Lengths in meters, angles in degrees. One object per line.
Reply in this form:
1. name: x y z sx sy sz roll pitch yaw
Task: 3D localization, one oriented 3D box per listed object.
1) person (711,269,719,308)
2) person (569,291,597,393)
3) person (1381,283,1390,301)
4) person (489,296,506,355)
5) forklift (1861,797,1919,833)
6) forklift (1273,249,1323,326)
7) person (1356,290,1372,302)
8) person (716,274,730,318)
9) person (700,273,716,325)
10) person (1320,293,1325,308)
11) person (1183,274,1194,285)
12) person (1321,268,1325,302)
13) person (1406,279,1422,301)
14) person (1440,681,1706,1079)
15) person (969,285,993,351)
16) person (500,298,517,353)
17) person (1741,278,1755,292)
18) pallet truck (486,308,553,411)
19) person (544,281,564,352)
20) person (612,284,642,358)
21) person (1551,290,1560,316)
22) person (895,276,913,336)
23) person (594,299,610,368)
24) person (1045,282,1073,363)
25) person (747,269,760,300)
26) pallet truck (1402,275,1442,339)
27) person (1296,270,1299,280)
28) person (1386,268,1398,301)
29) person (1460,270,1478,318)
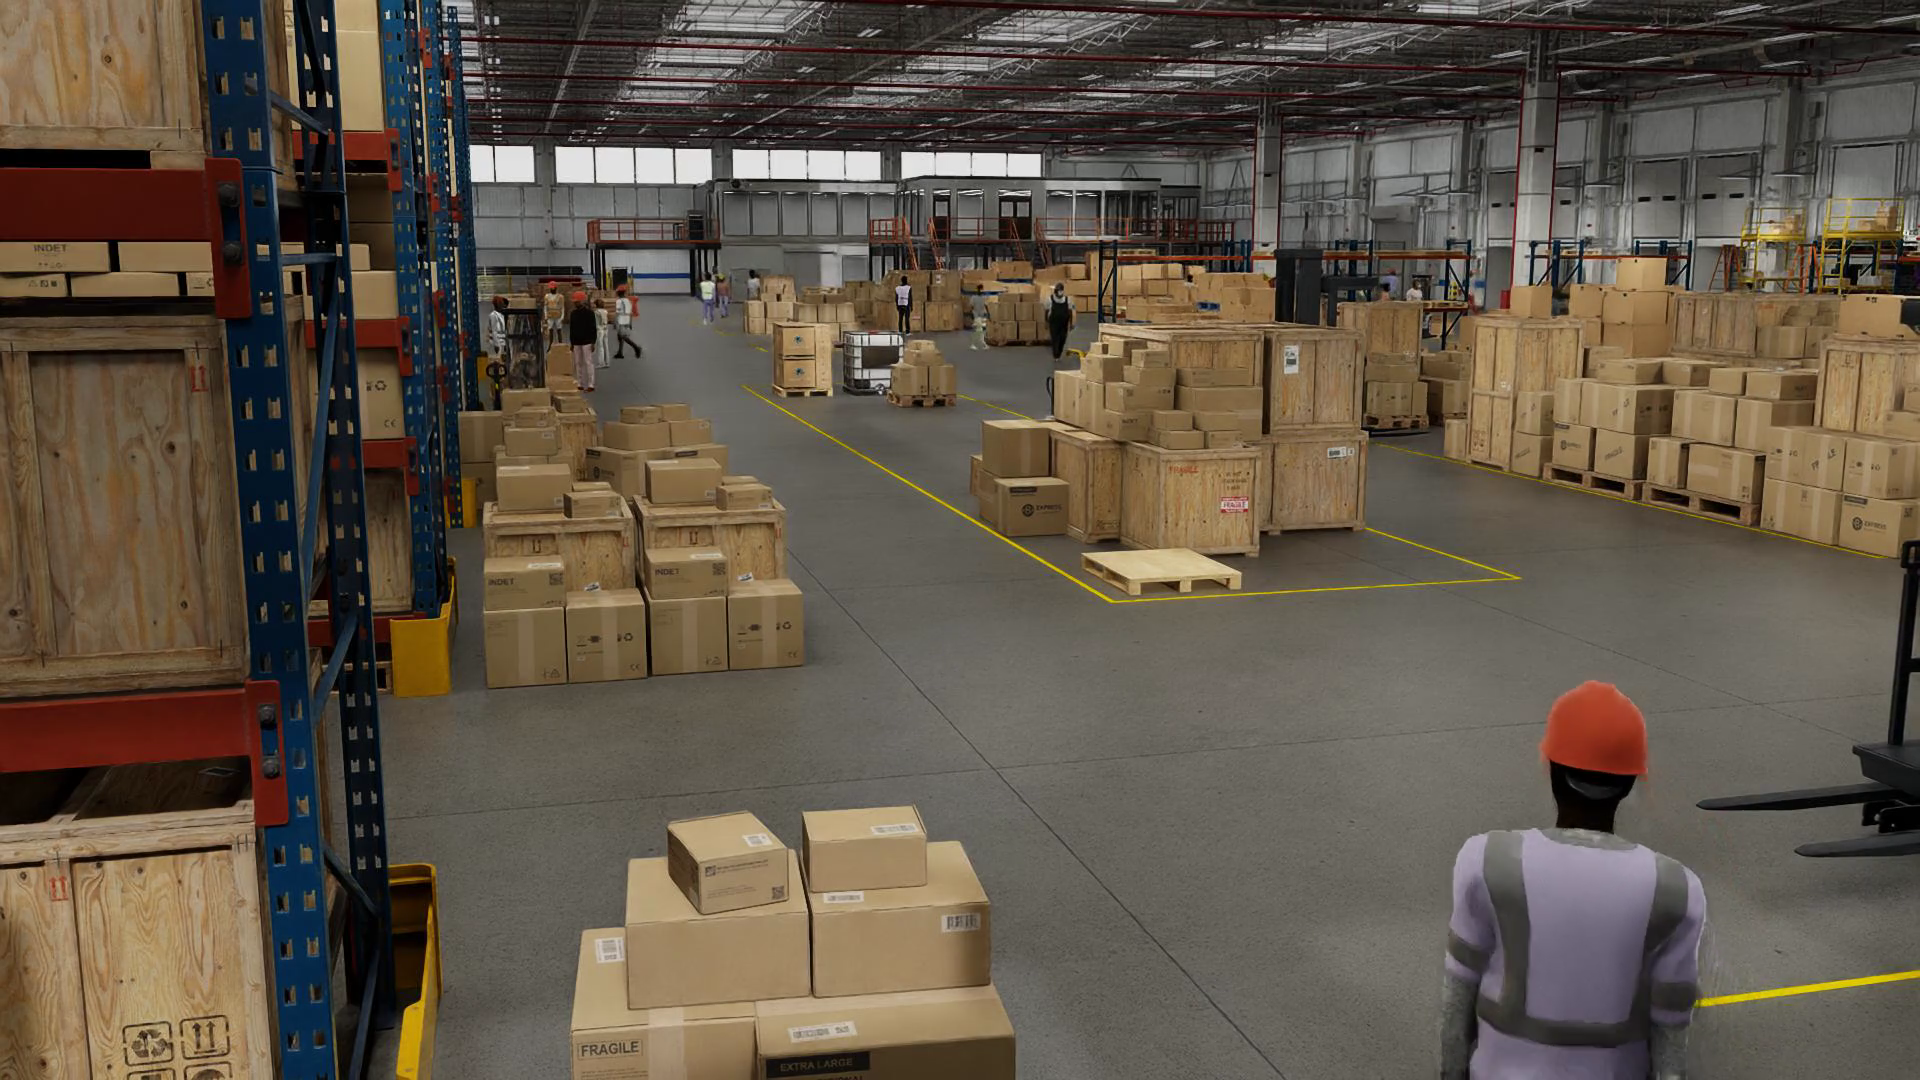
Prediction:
1. person: -11.554 -11.807 78.005 0.666 1.824 0.552 9 13 41
2. person: -7.417 -3.875 32.634 0.623 1.987 0.396 5 11 28
3. person: 13.923 -7.509 54.122 0.830 1.654 0.554 5 11 26
4. person: -9.142 -3.884 32.992 0.355 1.882 0.573 0 10 -2
5. forklift: 5.467 0.096 7.631 1.873 2.768 1.129 -3 10 -15
6. forklift: 4.855 -2.824 24.162 1.873 2.768 1.129 -3 10 -15
7. person: 12.028 -6.818 49.725 0.429 1.839 0.633 9 14 43
8. person: -9.533 -9.777 66.741 0.543 1.745 0.599 0 10 2
9. person: -9.261 -8.852 61.114 0.598 1.896 0.775 0 10 1
10. person: 8.440 -5.087 39.766 0.916 1.913 0.660 -7 12 -33
11. person: 8.234 -8.602 59.769 0.534 1.861 0.310 9 13 41
12. person: 17.230 -12.073 79.509 0.624 1.835 0.430 8 13 39
13. person: 13.005 -6.494 47.608 0.635 1.939 0.361 -8 13 -38
14. person: 1.376 1.275 3.748 0.536 1.902 0.940 1 10 7
15. person: 0.542 -6.170 46.136 0.535 1.822 1.000 -9 14 -42
16. person: -10.386 -4.678 38.014 0.540 1.695 0.317 -4 11 -19
17. person: 24.381 -7.177 51.584 0.442 1.908 0.667 3 10 14
18. pallet truck: -6.242 -2.418 24.362 0.823 1.965 1.885 1 10 3
19. person: -11.015 -6.057 45.139 0.548 1.938 0.358 0 10 1
20. person: -8.534 -5.567 42.464 0.828 1.905 0.549 3 10 16
21. person: 13.762 -4.953 38.986 0.631 1.899 0.962 -9 14 -42
22. person: -1.800 -7.552 53.657 0.593 1.920 0.391 4 11 24
23. person: -8.470 -4.865 39.232 0.308 1.639 0.523 4 11 21
24. person: 2.448 -5.442 41.366 0.694 2.000 0.808 -2 10 -10
25. person: -8.373 -10.023 67.566 0.628 1.945 0.562 5 11 27
26. pallet truck: 14.620 -7.324 52.145 0.823 1.965 1.885 8 13 40
27. person: 18.143 -13.668 88.261 0.610 1.935 0.427 -2 10 -13
28. person: 19.210 -11.152 74.093 0.546 1.908 0.881 7 12 34
29. person: 20.367 -9.787 66.333 0.630 1.931 0.862 -7 12 -35
